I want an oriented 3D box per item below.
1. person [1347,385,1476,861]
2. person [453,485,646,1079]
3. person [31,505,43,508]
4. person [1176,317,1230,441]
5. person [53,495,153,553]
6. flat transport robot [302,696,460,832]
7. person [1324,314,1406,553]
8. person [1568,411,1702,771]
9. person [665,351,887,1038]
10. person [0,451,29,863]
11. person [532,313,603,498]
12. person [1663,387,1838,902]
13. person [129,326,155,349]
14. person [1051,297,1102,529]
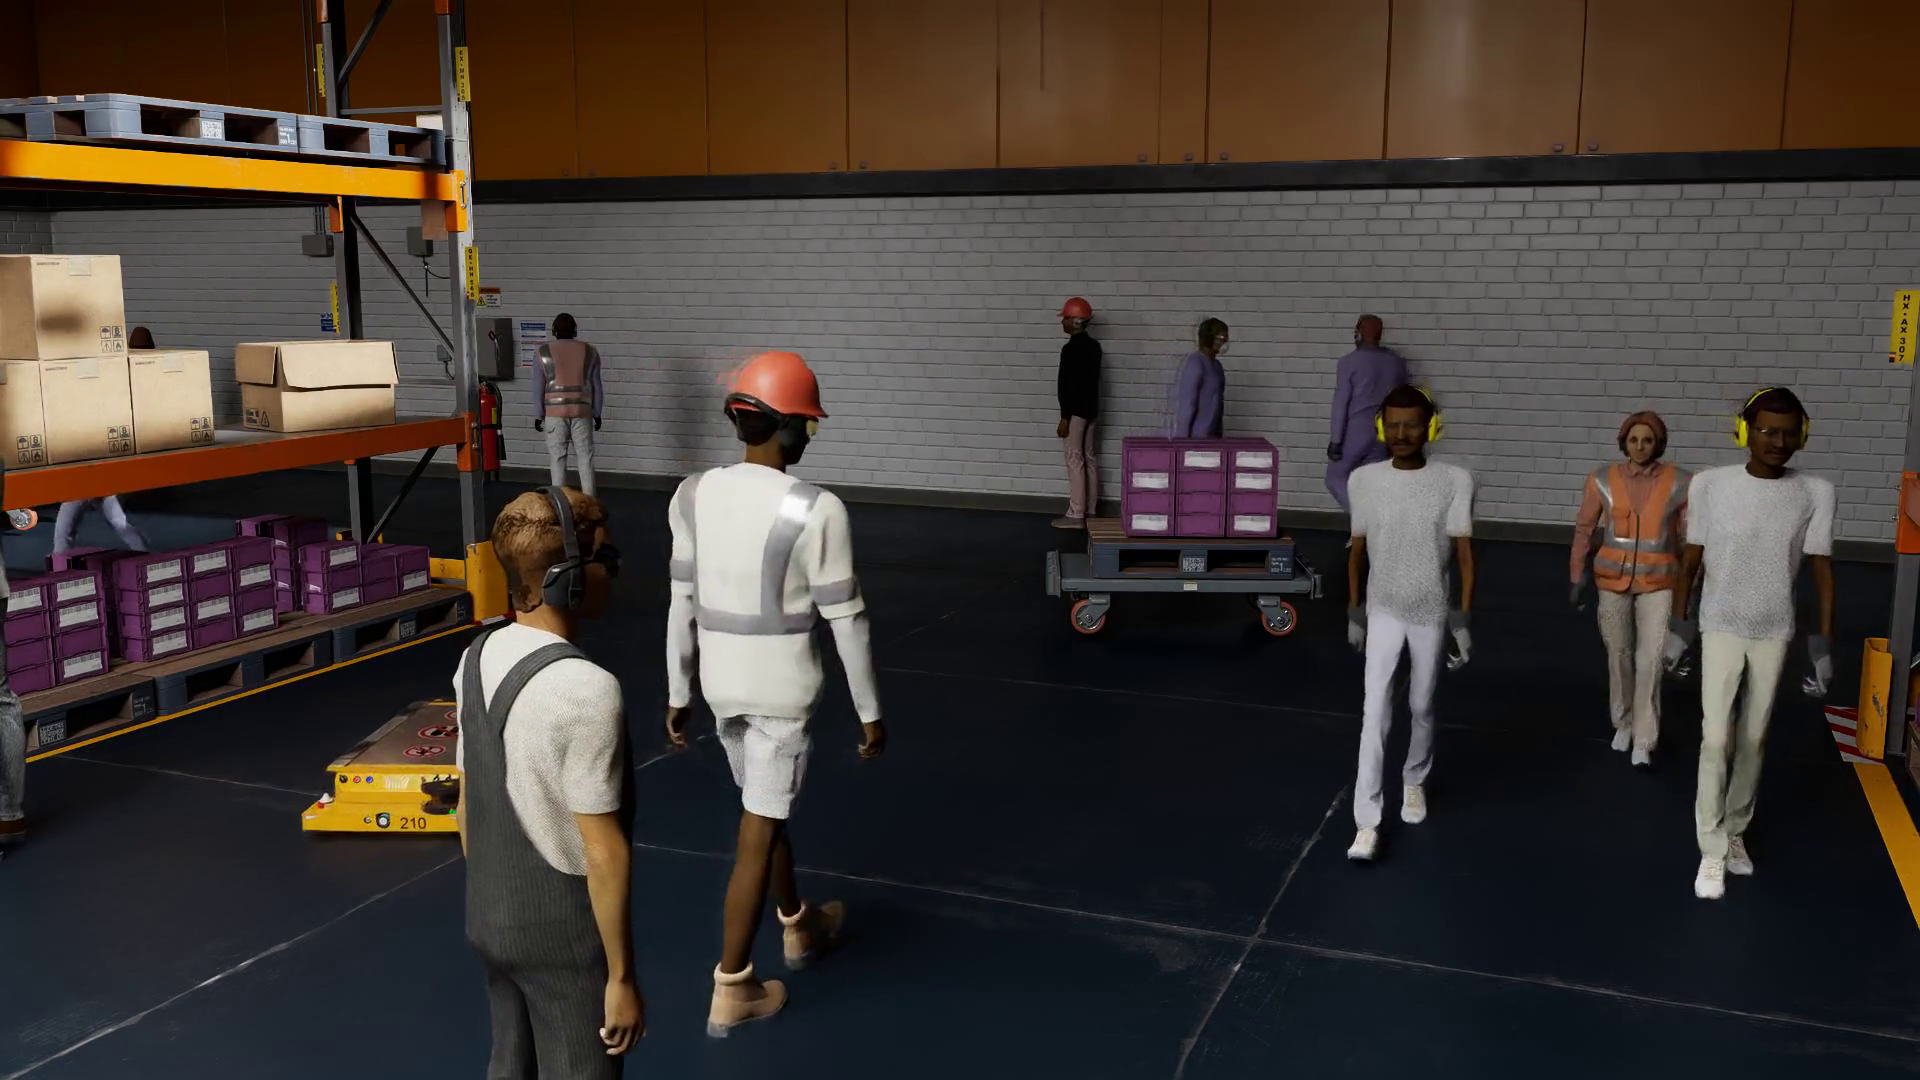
[{"bbox_3d":[1.750,0.303,6.499,0.516,1.818,0.995,3,10,18],"label":"person"},{"bbox_3d":[-0.806,0.808,3.335,0.505,1.845,0.345,9,13,43],"label":"person"},{"bbox_3d":[-8.480,-1.167,15.445,0.965,1.793,0.572,1,9,5],"label":"person"},{"bbox_3d":[1.838,-0.788,12.920,1.026,1.888,0.633,4,10,21],"label":"person"},{"bbox_3d":[-5.872,-0.418,11.203,0.939,1.708,0.544,-3,10,-18],"label":"person"},{"bbox_3d":[-2.253,0.948,7.248,0.652,0.197,1.431,0,9,2],"label":"flat transport robot"},{"bbox_3d":[3.151,-0.820,13.057,0.682,1.892,0.441,-5,10,-26],"label":"person"},{"bbox_3d":[3.033,0.233,7.521,0.548,1.600,0.798,5,11,28],"label":"person"},{"bbox_3d":[-0.495,0.438,5.077,0.647,2.007,0.922,6,11,34],"label":"person"},{"bbox_3d":[-3.808,0.274,6.288,0.370,1.940,0.627,-1,9,-6],"label":"person"},{"bbox_3d":[-3.588,-1.151,15.218,0.634,1.841,0.429,-4,10,-23],"label":"person"},{"bbox_3d":[2.862,0.374,5.999,0.542,1.834,0.788,3,10,15],"label":"person"},{"bbox_3d":[-8.552,-1.422,17.493,0.500,1.633,0.283,-5,11,-30],"label":"person"},{"bbox_3d":[1.014,-1.098,14.427,0.382,1.994,0.623,5,11,28],"label":"person"}]
